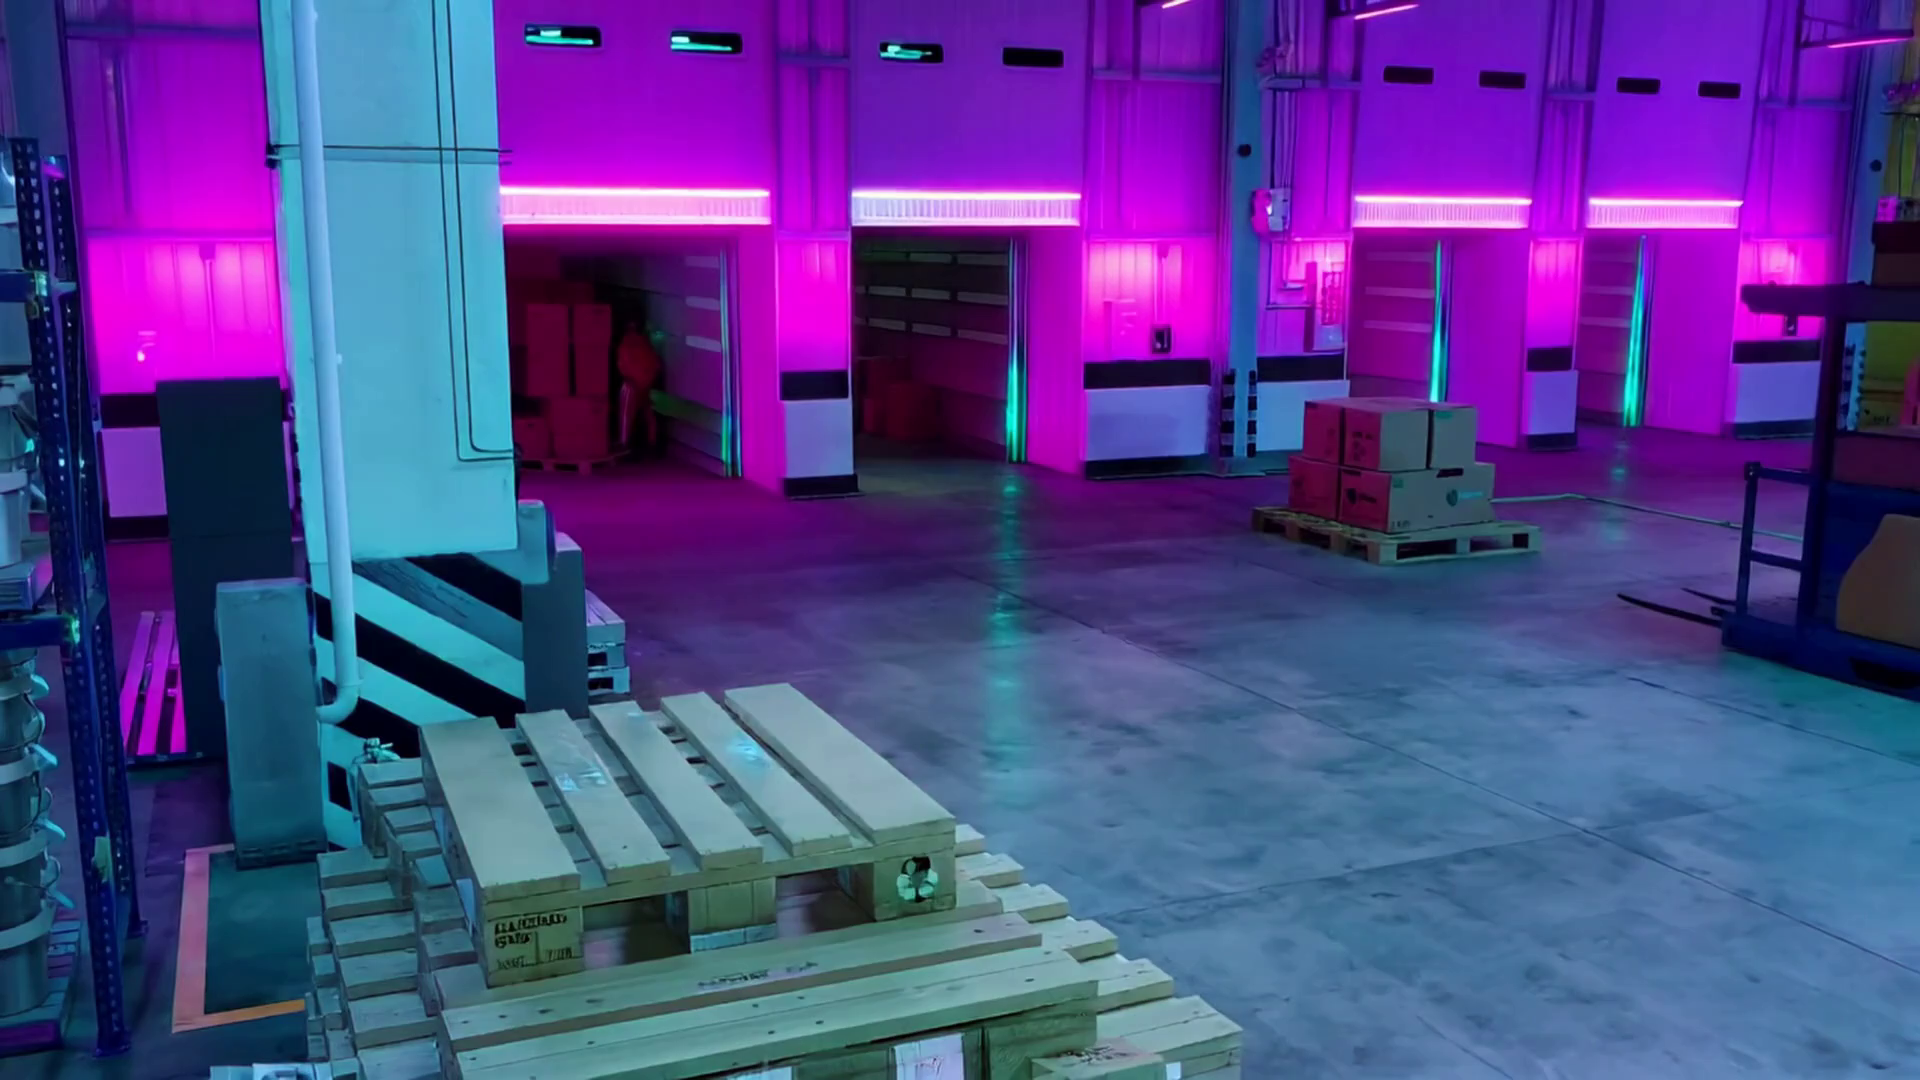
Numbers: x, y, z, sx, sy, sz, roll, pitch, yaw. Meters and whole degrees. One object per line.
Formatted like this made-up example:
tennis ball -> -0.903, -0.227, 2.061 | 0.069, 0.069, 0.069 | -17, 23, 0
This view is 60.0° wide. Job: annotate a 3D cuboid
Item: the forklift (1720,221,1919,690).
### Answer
forklift -> 5.949, -0.550, 10.218 | 1.129, 2.768, 1.873 | -4, 11, -23
